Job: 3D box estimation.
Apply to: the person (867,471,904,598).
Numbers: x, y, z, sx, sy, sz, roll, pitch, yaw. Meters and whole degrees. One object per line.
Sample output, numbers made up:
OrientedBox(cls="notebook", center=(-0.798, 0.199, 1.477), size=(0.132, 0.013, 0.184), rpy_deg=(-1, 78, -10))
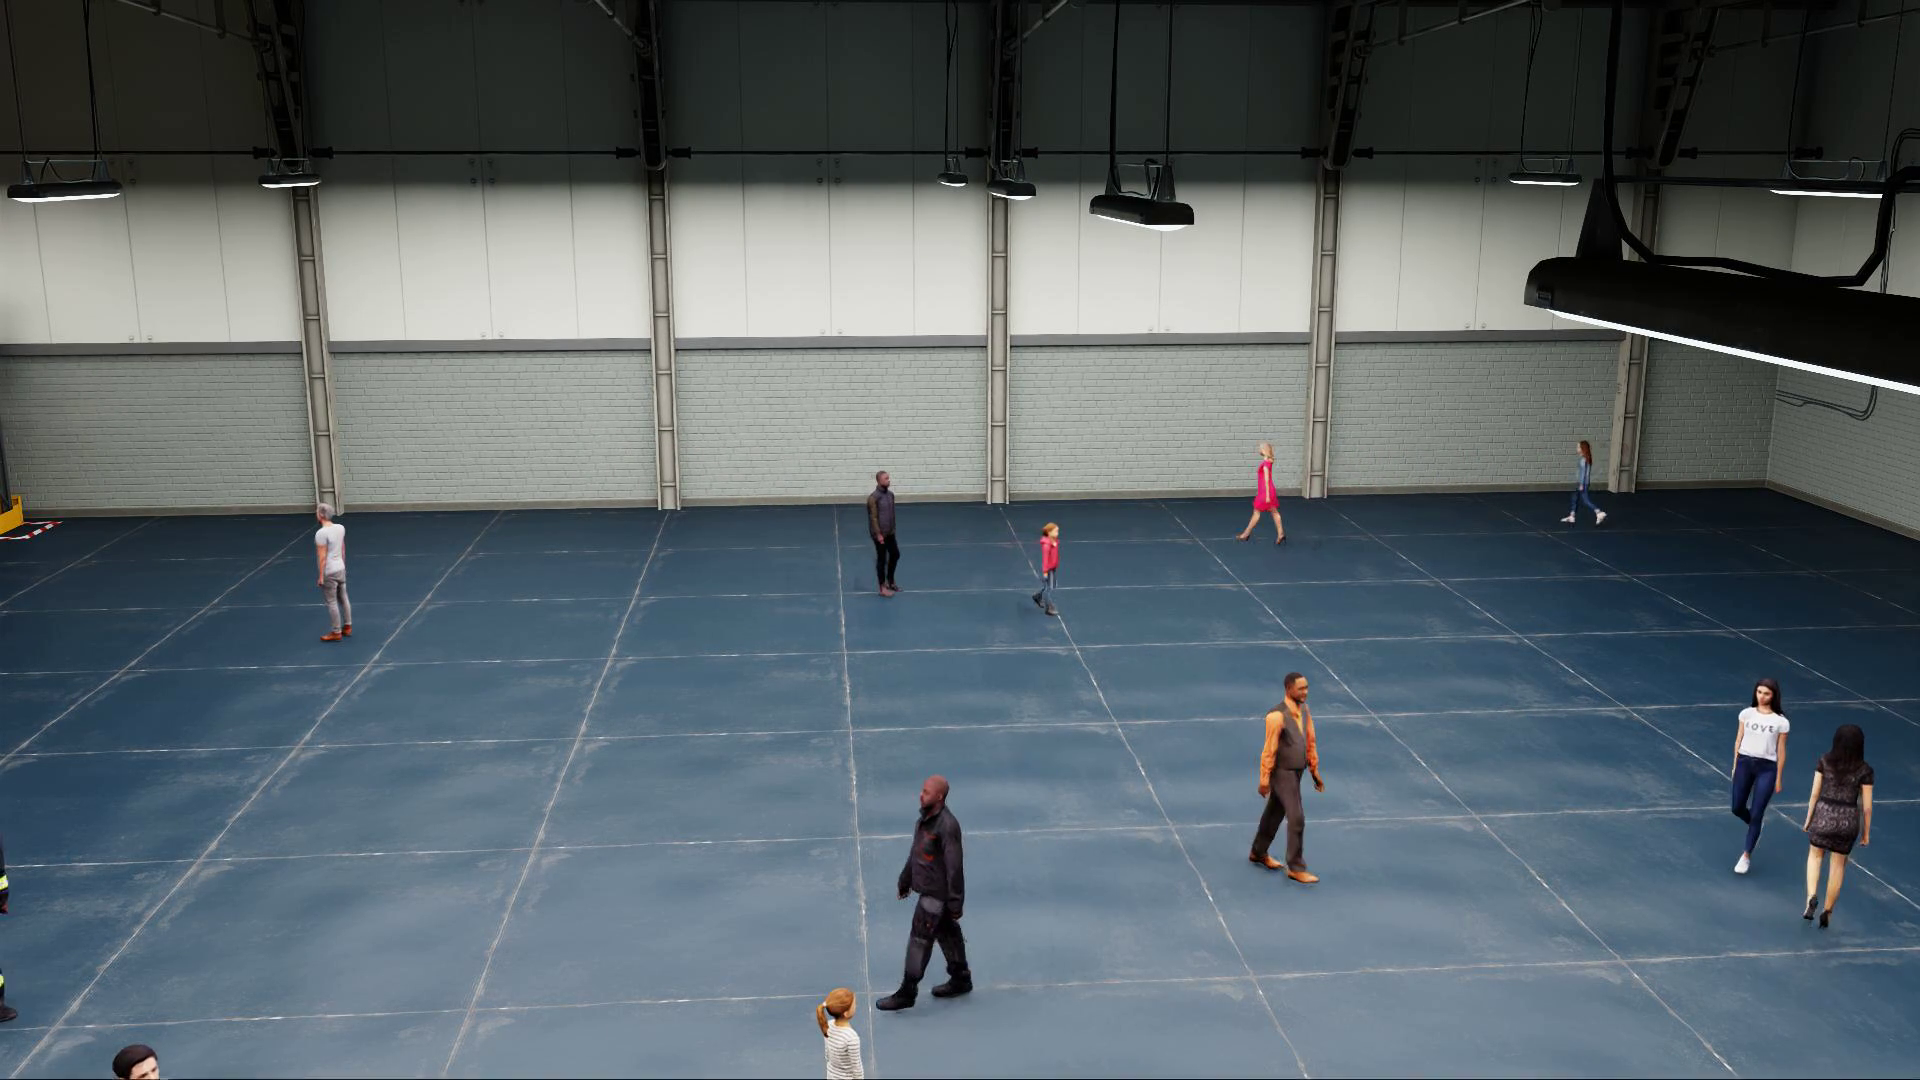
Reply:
OrientedBox(cls="person", center=(-1.157, -0.104, 24.137), size=(0.881, 1.833, 0.831), rpy_deg=(10, 16, 36))

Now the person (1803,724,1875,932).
OrientedBox(cls="person", center=(7.106, 2.382, 13.539), size=(0.812, 1.772, 0.872), rpy_deg=(8, 15, 32))

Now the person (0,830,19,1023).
OrientedBox(cls="person", center=(-7.401, 2.681, 12.245), size=(1.300, 1.772, 1.055), rpy_deg=(5, 14, 19))

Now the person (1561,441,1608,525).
OrientedBox(cls="person", center=(10.840, -0.966, 28.708), size=(1.049, 1.450, 0.852), rpy_deg=(5, 14, 22))

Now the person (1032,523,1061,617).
OrientedBox(cls="person", center=(1.183, 0.399, 23.139), size=(0.796, 1.305, 0.707), rpy_deg=(7, 15, 28))

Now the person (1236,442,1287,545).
OrientedBox(cls="person", center=(5.113, -0.738, 27.203), size=(1.108, 1.685, 0.866), rpy_deg=(5, 14, 19))

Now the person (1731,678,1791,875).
OrientedBox(cls="person", center=(7.150, 2.082, 14.865), size=(0.904, 1.758, 0.987), rpy_deg=(12, 18, 42))

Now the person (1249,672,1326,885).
OrientedBox(cls="person", center=(2.779, 2.053, 14.725), size=(1.127, 1.877, 1.062), rpy_deg=(10, 16, 36))

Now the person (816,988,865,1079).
OrientedBox(cls="person", center=(-0.725, 3.375, 10.260), size=(0.620, 1.316, 0.566), rpy_deg=(-12, 17, -41))

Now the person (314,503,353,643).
OrientedBox(cls="person", center=(-8.262, 0.418, 21.899), size=(0.677, 1.827, 0.758), rpy_deg=(3, 13, 14))

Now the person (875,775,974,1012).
OrientedBox(cls="person", center=(-0.080, 2.611, 12.488), size=(1.124, 1.800, 0.862), rpy_deg=(-4, 14, -17))
